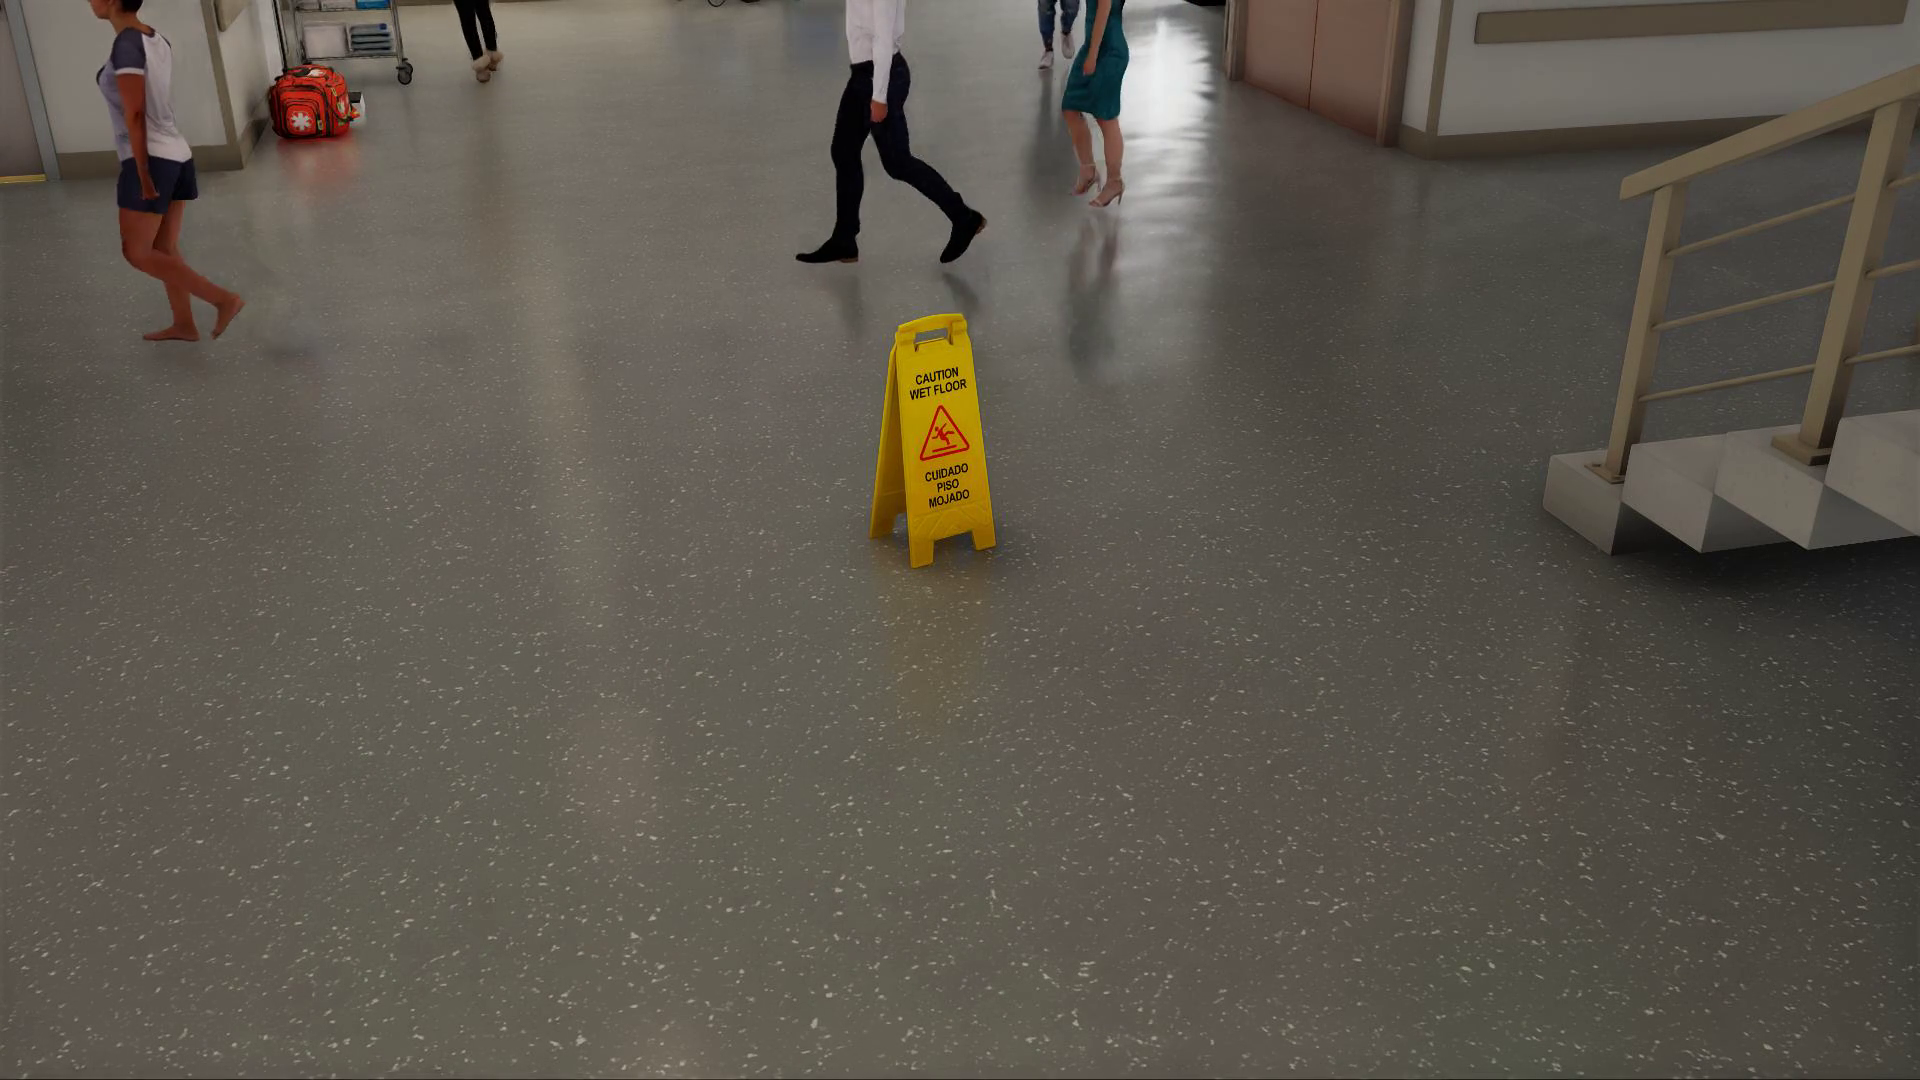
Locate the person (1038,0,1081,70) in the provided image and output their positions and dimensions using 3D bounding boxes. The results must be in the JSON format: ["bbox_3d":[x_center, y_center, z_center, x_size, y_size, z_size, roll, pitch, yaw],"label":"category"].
[{"bbox_3d":[0.791,-4.720,13.309,0.852,1.797,0.897,4,26,8],"label":"person"}]

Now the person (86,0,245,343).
[{"bbox_3d":[-3.332,-1.579,7.011,0.712,1.608,0.731,-1,26,-2],"label":"person"}]

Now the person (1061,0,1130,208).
[{"bbox_3d":[0.869,-2.666,9.186,0.615,1.678,0.516,-5,26,-11],"label":"person"}]

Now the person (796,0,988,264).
[{"bbox_3d":[-0.300,-2.223,8.075,0.757,1.845,1.146,-4,26,-9],"label":"person"}]

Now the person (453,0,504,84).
[{"bbox_3d":[-3.765,-4.312,12.654,0.720,1.629,0.990,-9,27,-19],"label":"person"}]
